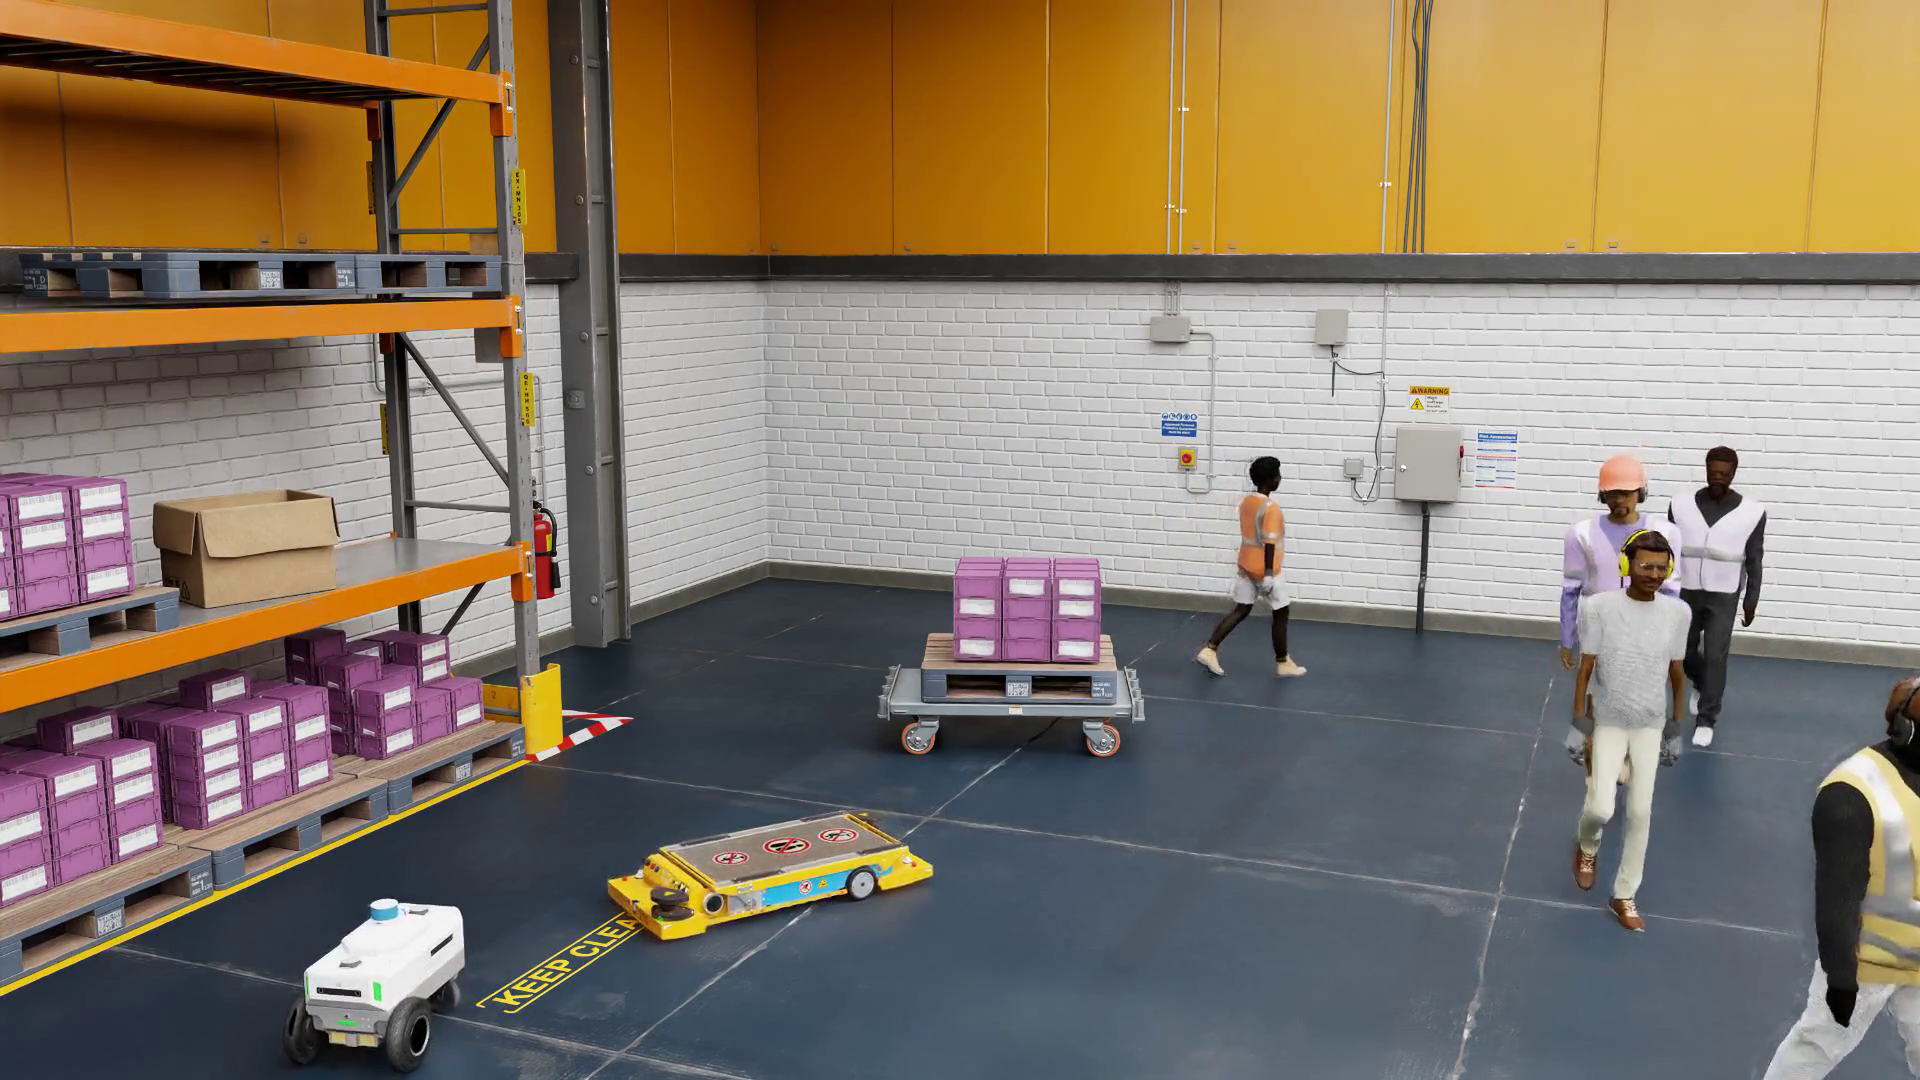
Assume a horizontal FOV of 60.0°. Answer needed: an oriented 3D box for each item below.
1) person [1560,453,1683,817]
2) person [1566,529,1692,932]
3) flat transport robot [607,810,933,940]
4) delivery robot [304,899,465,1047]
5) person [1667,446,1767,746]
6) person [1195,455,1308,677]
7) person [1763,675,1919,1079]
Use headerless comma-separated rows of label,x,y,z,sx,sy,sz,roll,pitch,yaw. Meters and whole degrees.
person,3.654,0.513,9.235,0.631,2.023,0.712,3,10,20
person,3.080,0.849,7.713,0.537,1.854,0.494,1,9,5
flat transport robot,-0.905,1.585,8.029,1.431,0.197,0.652,-6,11,-33
delivery robot,-2.238,1.648,6.504,0.477,0.478,0.707,2,9,10
person,4.841,0.329,10.694,0.588,1.907,0.654,7,12,37
person,2.142,0.205,12.184,0.817,1.668,0.537,-3,10,-16
person,2.932,1.287,5.253,0.650,1.796,0.970,-3,10,-17
